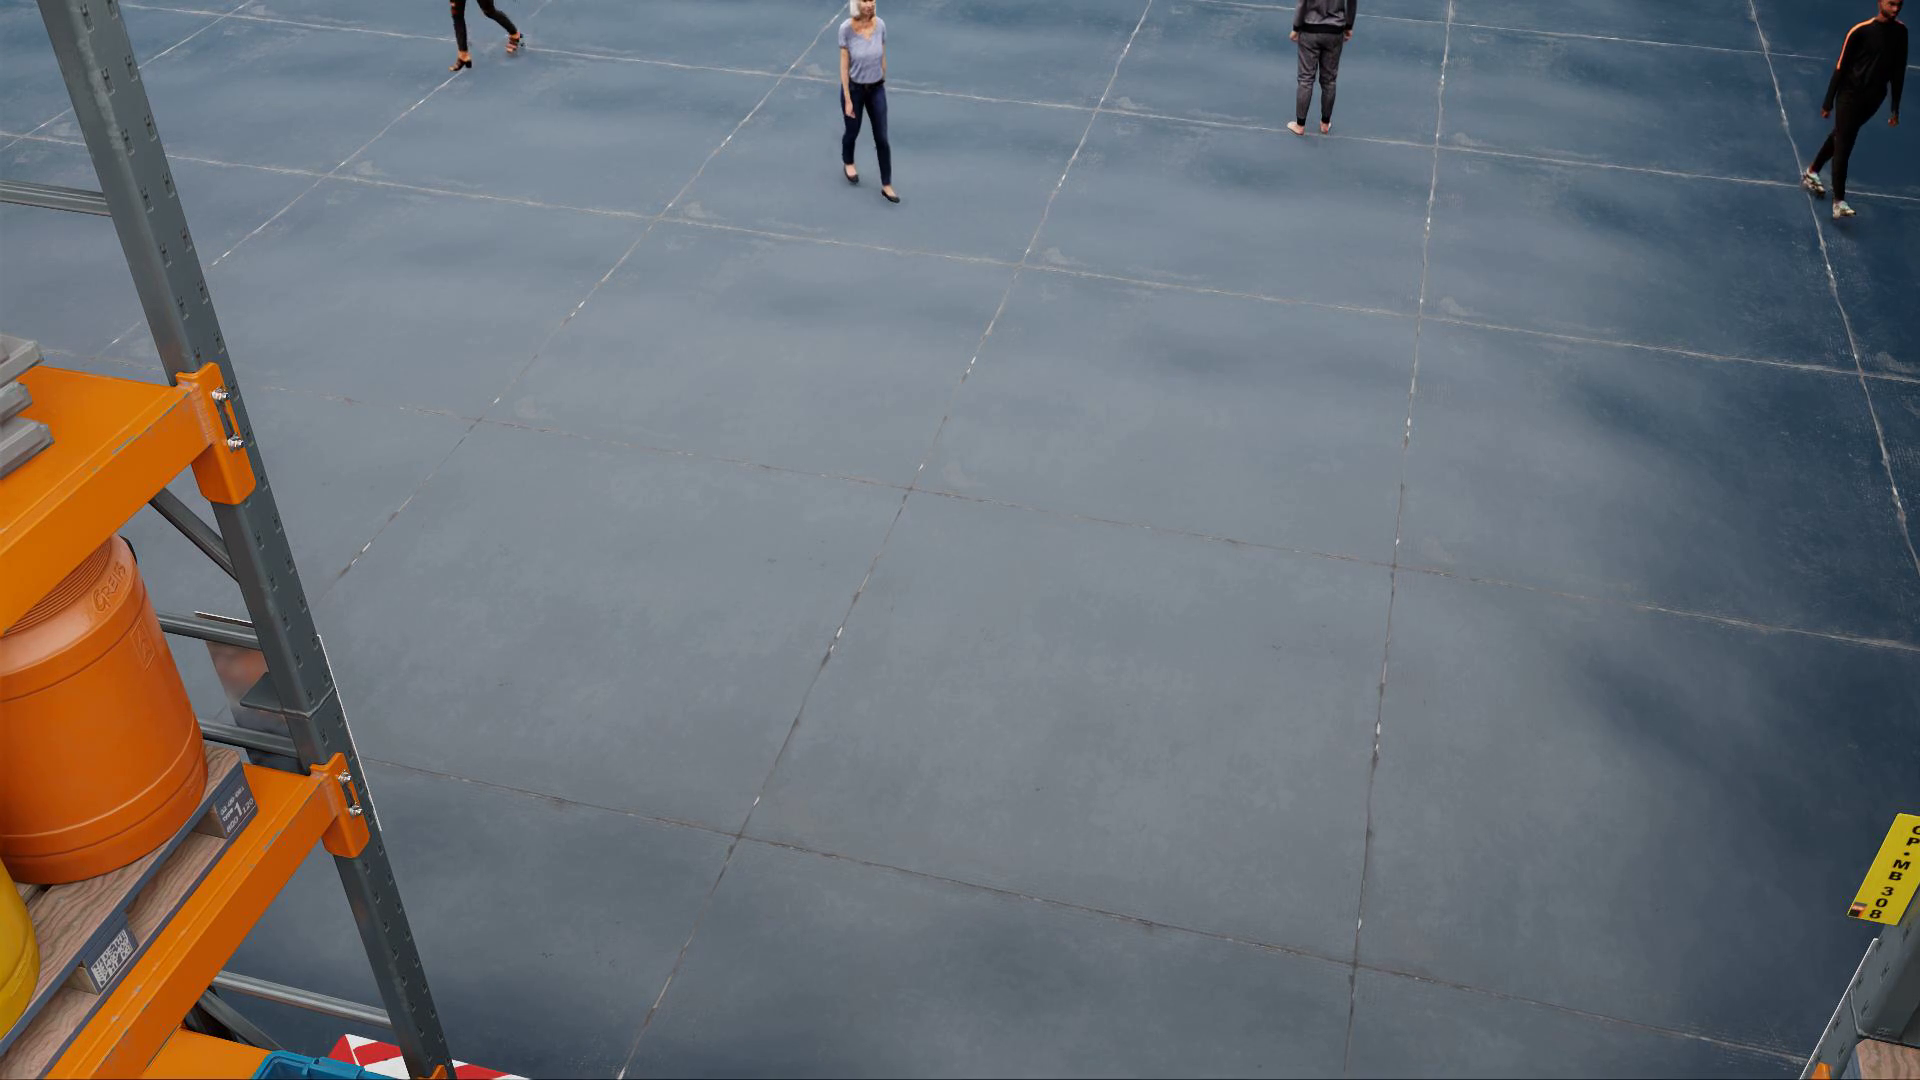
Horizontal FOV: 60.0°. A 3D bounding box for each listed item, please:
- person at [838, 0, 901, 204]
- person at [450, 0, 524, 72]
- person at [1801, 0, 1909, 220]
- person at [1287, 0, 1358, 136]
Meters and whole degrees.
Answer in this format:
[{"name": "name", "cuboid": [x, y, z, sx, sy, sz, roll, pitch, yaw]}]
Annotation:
[{"name": "person", "cuboid": [-0.818, -3.605, 13.308, 0.948, 1.690, 1.071, -15, 40, -18]}, {"name": "person", "cuboid": [-4.462, -5.214, 15.381, 0.911, 1.670, 1.155, 27, 45, 30]}, {"name": "person", "cuboid": [7.034, -3.496, 13.108, 0.913, 1.764, 1.238, -3, 38, -4]}, {"name": "person", "cuboid": [3.087, -4.351, 14.138, 0.741, 1.842, 0.662, -1, 38, -1]}]
